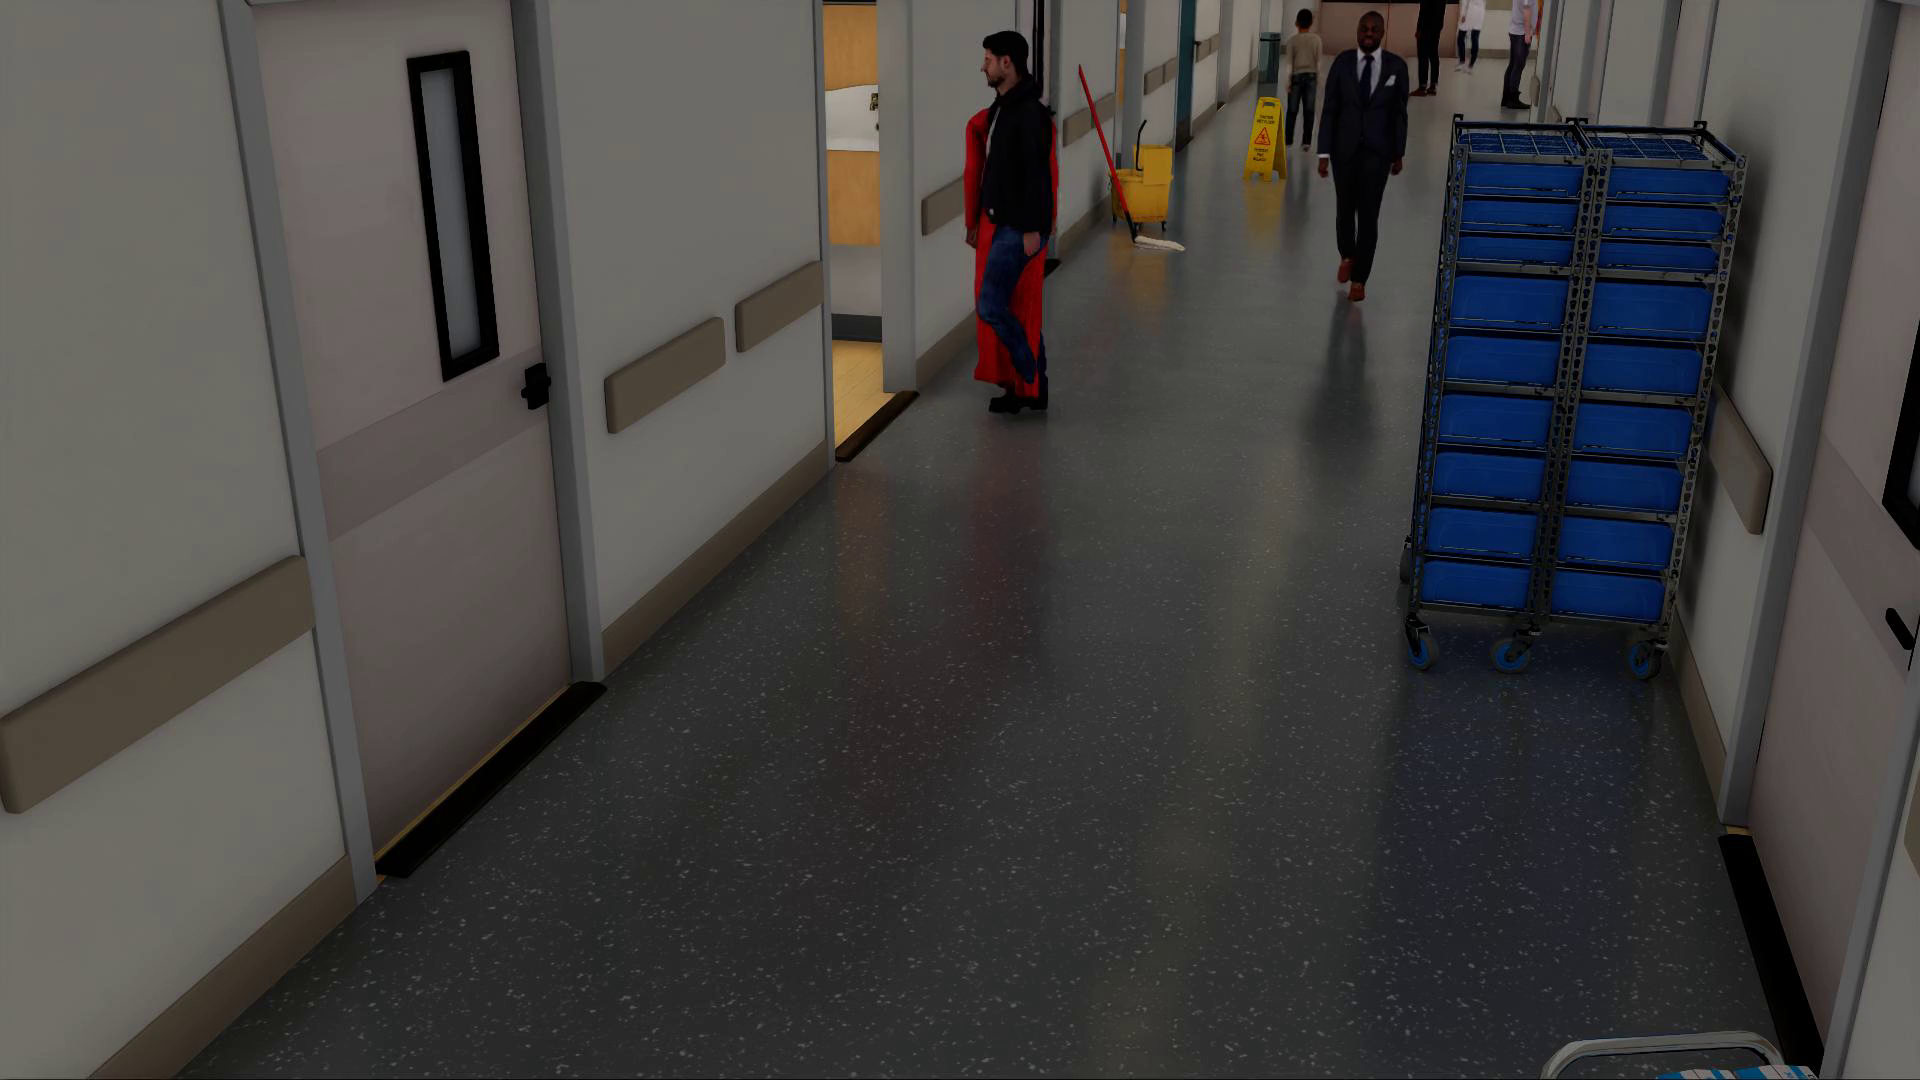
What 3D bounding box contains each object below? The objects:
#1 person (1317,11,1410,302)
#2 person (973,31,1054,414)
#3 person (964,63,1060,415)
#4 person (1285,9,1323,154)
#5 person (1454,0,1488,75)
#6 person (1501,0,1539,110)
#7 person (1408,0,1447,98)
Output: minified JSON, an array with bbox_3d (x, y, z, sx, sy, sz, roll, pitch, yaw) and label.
[{"bbox_3d":[2.645,-2.531,10.968,0.766,1.792,1.212,7,22,18],"label":"person"},{"bbox_3d":[0.382,-1.549,8.270,0.837,1.868,0.710,-4,21,-10],"label":"person"},{"bbox_3d":[0.253,-1.494,8.273,0.780,1.763,1.026,0,21,1],"label":"person"},{"bbox_3d":[3.600,-4.766,17.371,0.679,1.437,1.039,1,21,2],"label":"person"},{"bbox_3d":[8.005,-8.129,25.793,0.749,1.760,0.796,-4,21,-11],"label":"person"},{"bbox_3d":[7.241,-6.535,21.482,0.757,1.832,0.589,1,21,4],"label":"person"},{"bbox_3d":[6.446,-7.026,22.800,0.747,1.818,0.848,-16,26,-36],"label":"person"}]
